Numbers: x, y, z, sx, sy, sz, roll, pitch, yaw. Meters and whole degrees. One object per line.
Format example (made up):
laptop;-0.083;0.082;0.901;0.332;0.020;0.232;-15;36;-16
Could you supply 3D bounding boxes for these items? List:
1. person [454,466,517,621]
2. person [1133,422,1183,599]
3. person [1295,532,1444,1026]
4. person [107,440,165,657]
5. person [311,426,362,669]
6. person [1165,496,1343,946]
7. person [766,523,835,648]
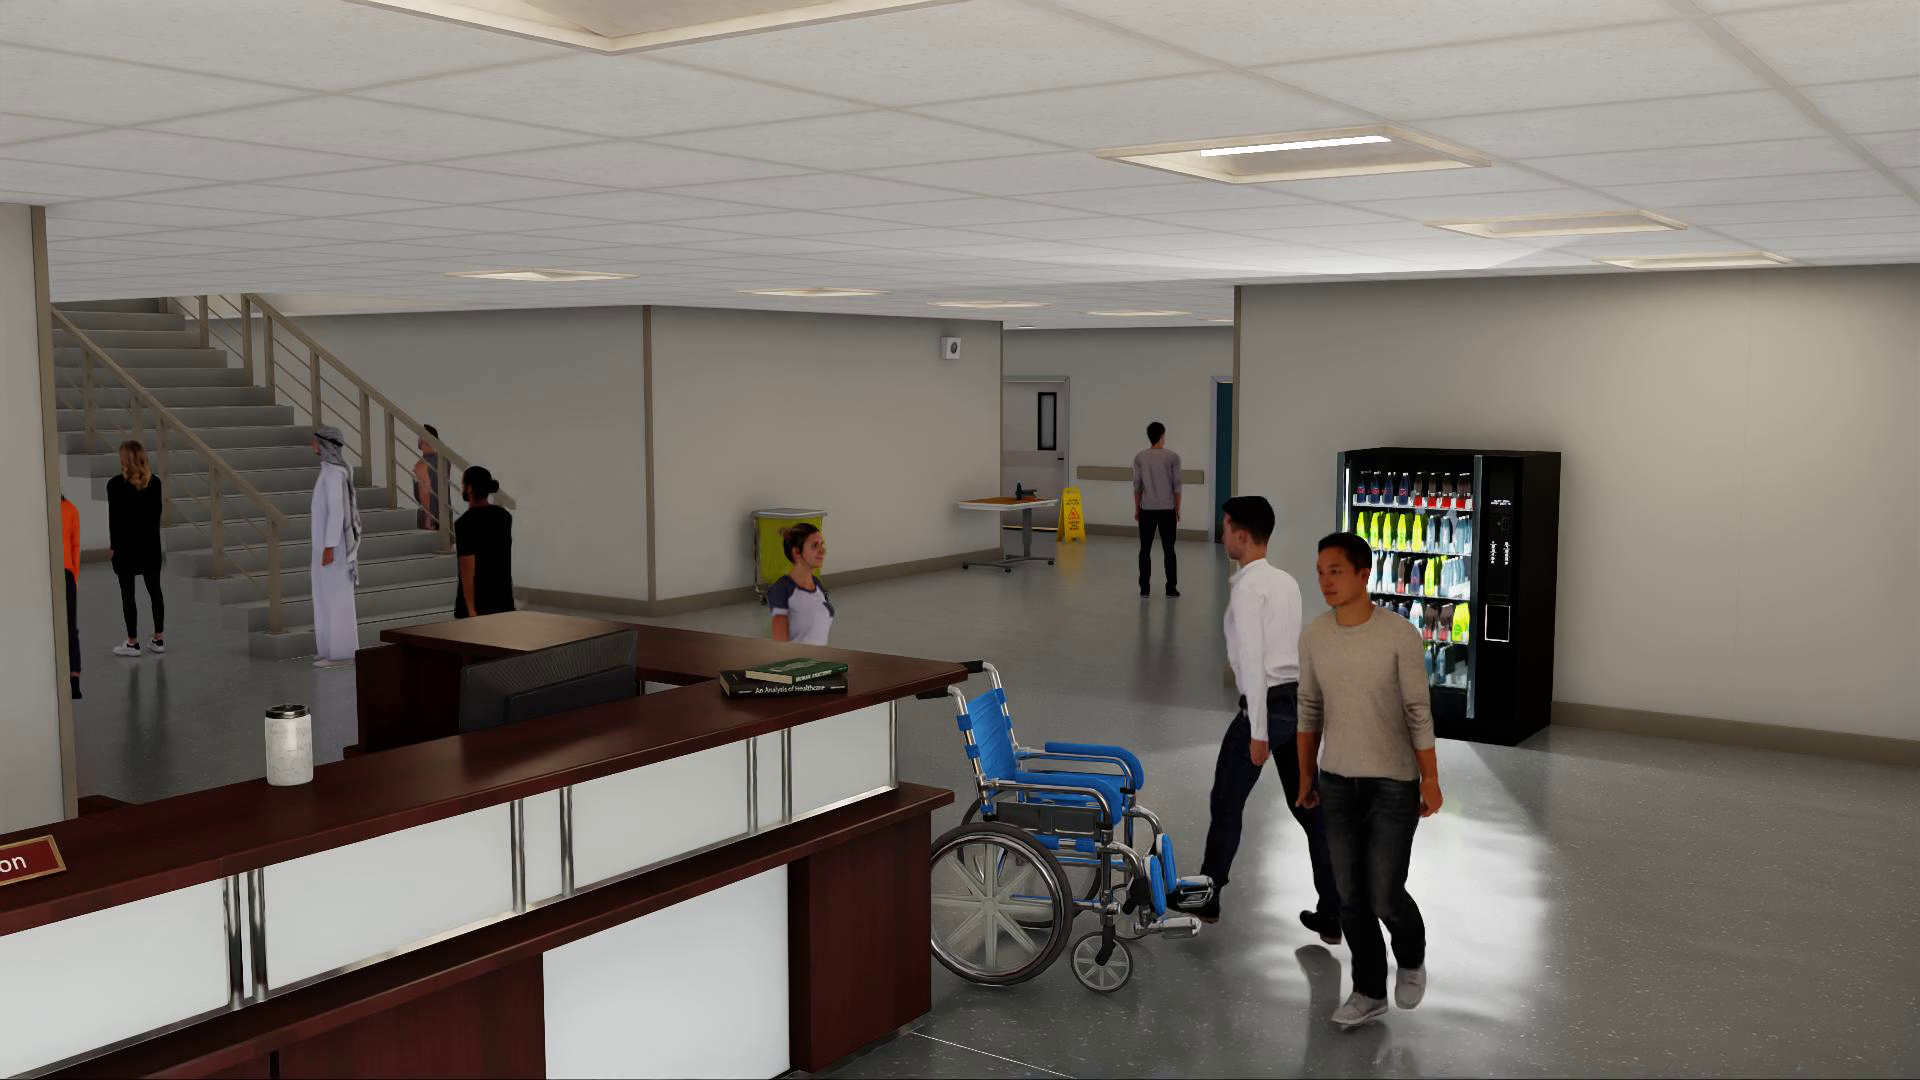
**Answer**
person;-2.977;0.414;10.679;1.100;1.732;0.641;4;7;33
person;2.067;-0.320;17.427;0.614;1.842;0.783;1;6;14
person;1.523;0.858;6.013;0.717;1.783;0.772;5;7;39
person;-6.867;0.059;13.879;0.529;1.798;0.605;4;7;32
person;-5.042;0.043;13.403;0.872;1.926;0.784;-2;6;-18
person;1.341;0.763;6.815;1.085;1.812;0.728;6;8;44
person;-0.859;0.735;8.185;0.989;1.593;0.553;4;7;35
